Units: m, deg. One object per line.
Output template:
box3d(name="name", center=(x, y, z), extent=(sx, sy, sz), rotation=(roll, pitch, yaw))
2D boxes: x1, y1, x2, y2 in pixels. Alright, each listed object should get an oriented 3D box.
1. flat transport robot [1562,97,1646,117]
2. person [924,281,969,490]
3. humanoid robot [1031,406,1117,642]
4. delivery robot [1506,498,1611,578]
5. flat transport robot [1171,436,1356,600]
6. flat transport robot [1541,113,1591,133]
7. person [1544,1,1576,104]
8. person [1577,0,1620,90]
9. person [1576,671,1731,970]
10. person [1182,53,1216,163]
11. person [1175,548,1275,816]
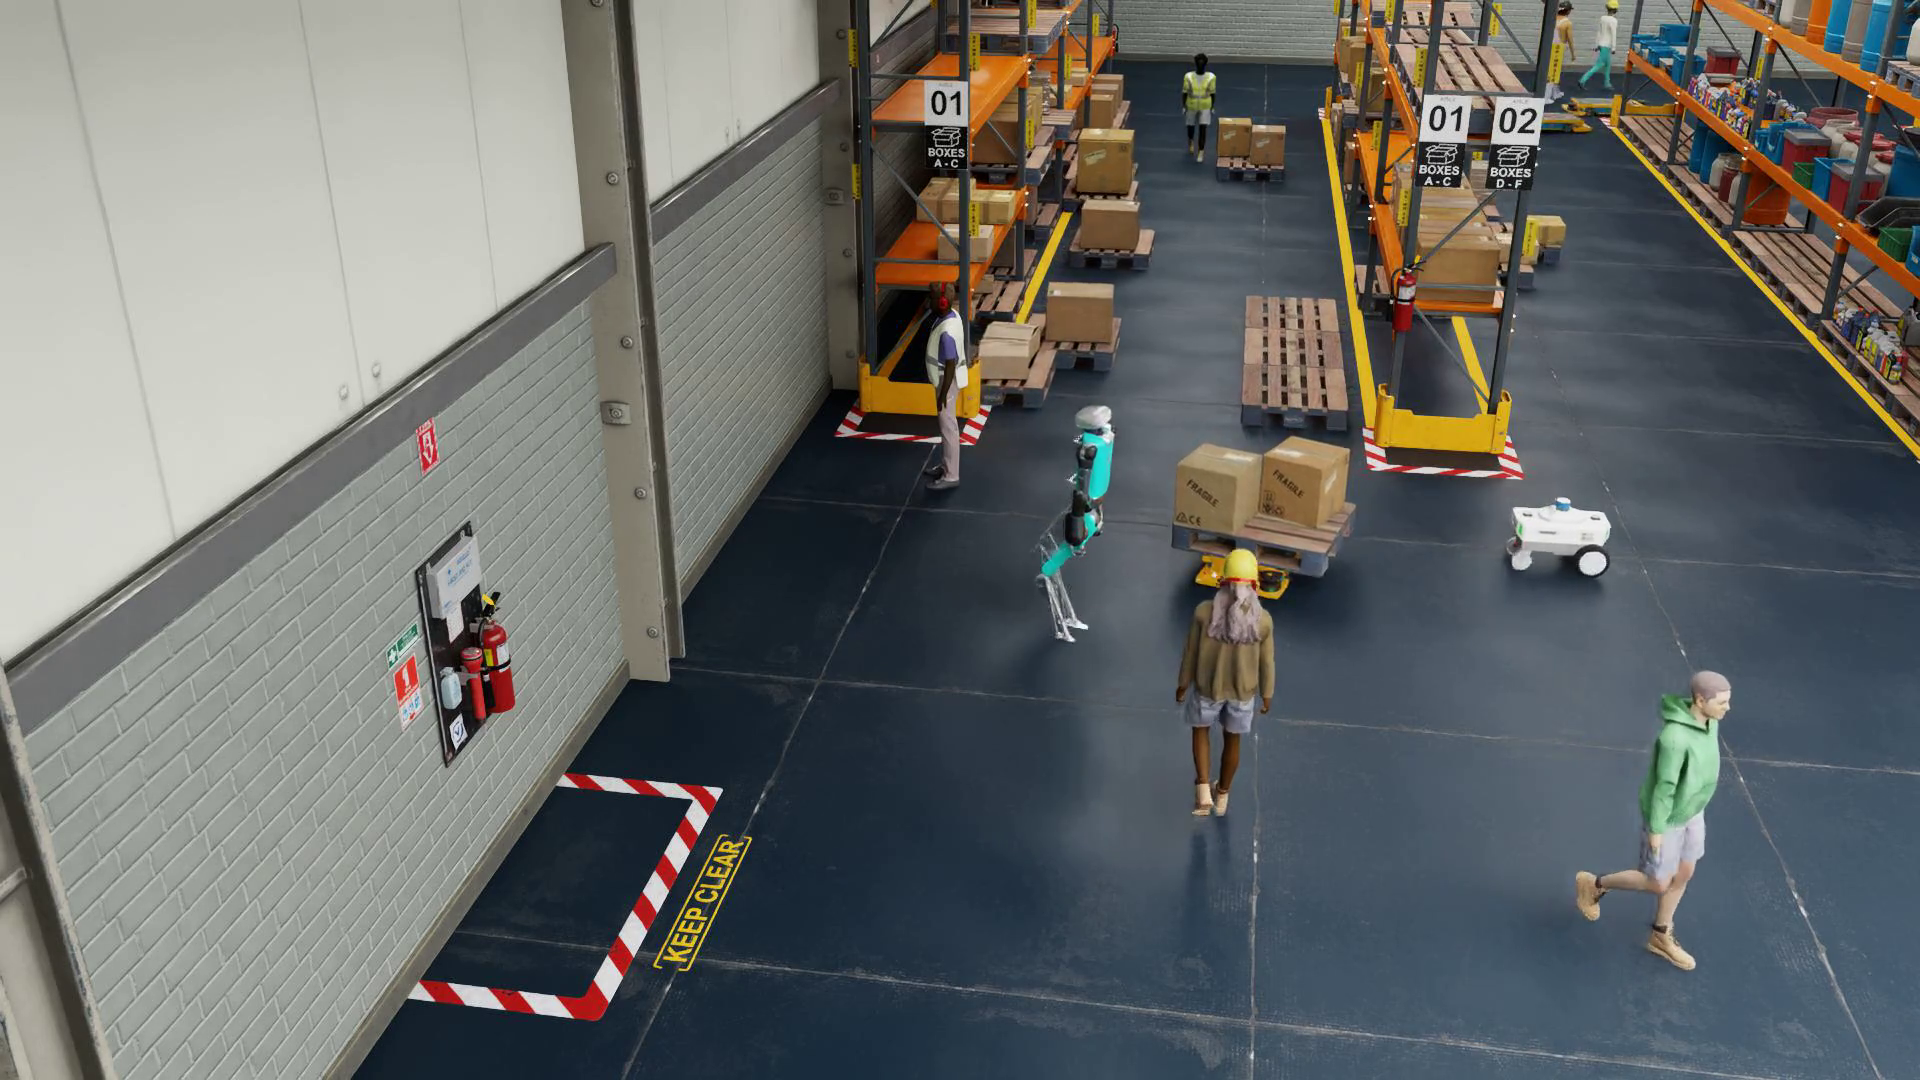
box3d(name="flat transport robot", center=(11.695, -7.821, 30.097), extent=(1.431, 0.231, 0.659), rotation=(4, 25, 9))
box3d(name="person", center=(-0.119, -1.340, 14.363), extent=(0.390, 1.846, 0.565), rotation=(-1, 25, -2))
box3d(name="humanoid robot", center=(0.750, -0.132, 11.889), extent=(0.667, 1.788, 0.539), rotation=(11, 27, 22))
box3d(name="delivery robot", center=(4.742, -0.031, 13.109), extent=(0.807, 0.613, 0.499), rotation=(3, 25, 7))
box3d(name="flat transport robot", center=(2.418, 0.060, 13.229), extent=(0.659, 0.231, 1.431), rotation=(12, 28, 24))
box3d(name="flat transport robot", center=(10.147, -7.243, 28.859), extent=(1.431, 0.231, 0.659), rotation=(1, 25, 3))
box3d(name="person", center=(11.201, -9.072, 30.925), extent=(0.852, 1.834, 0.527), rotation=(-14, 28, -27))
box3d(name="person", center=(12.364, -9.509, 31.980), extent=(0.834, 1.741, 0.524), rotation=(-2, 25, -4))
box3d(name="person", center=(3.632, 1.407, 8.622), extent=(0.495, 1.719, 0.583), rotation=(-17, 30, -32))
box3d(name="person", center=(3.793, -6.899, 26.461), extent=(0.538, 1.681, 0.615), rotation=(4, 25, 9))
box3d(name="person", center=(1.551, 0.872, 9.739), extent=(0.582, 1.750, 0.475), rotation=(4, 25, 8))
